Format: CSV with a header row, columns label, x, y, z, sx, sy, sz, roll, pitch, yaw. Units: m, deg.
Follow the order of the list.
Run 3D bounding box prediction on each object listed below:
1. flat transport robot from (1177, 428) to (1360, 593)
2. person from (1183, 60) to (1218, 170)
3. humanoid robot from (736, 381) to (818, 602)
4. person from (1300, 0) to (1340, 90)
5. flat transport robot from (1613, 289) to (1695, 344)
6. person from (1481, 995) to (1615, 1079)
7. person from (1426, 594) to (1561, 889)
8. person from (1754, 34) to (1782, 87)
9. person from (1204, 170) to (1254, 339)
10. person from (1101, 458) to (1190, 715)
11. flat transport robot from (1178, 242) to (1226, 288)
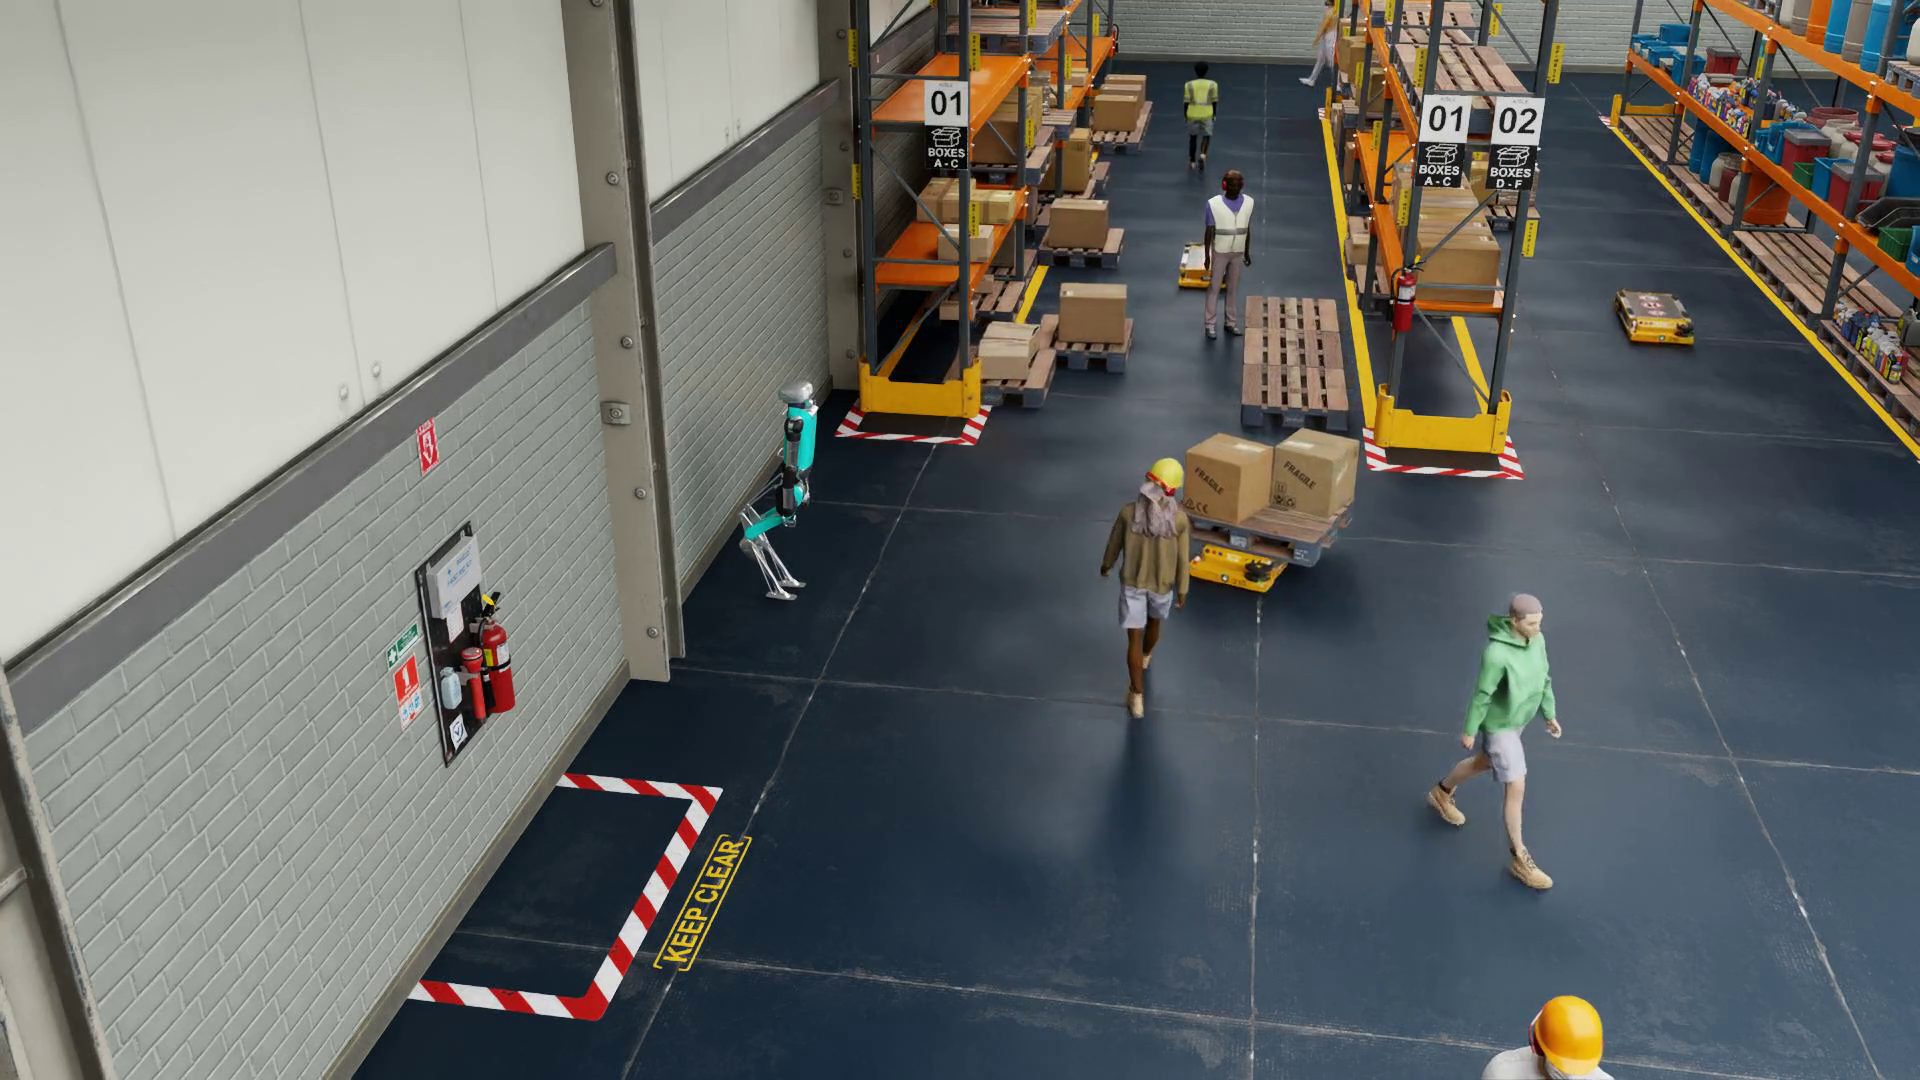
label,x,y,z,sx,sy,sz,roll,pitch,yaw
flat transport robot,2.391,0.007,13.343,0.659,0.231,1.431,14,28,27
person,3.689,-6.524,25.635,0.542,1.684,0.505,5,25,10
humanoid robot,-1.388,-0.371,12.300,0.732,1.693,0.533,4,25,9
person,7.056,-9.666,32.214,0.962,1.818,0.533,14,28,27
flat transport robot,7.809,-2.521,18.754,0.659,0.231,1.431,5,26,11
person,2.131,2.454,6.199,0.569,1.889,0.389,8,26,17
person,3.083,1.035,9.461,0.479,1.687,0.956,-19,31,-35
person,15.797,-9.746,32.451,0.326,1.765,0.530,-19,31,-35
person,2.919,-3.135,18.203,0.568,1.844,0.379,-9,27,-19
person,1.234,0.238,11.139,0.565,1.700,0.917,1,25,3
flat transport robot,3.080,-3.398,20.630,0.659,0.231,1.431,4,25,9
